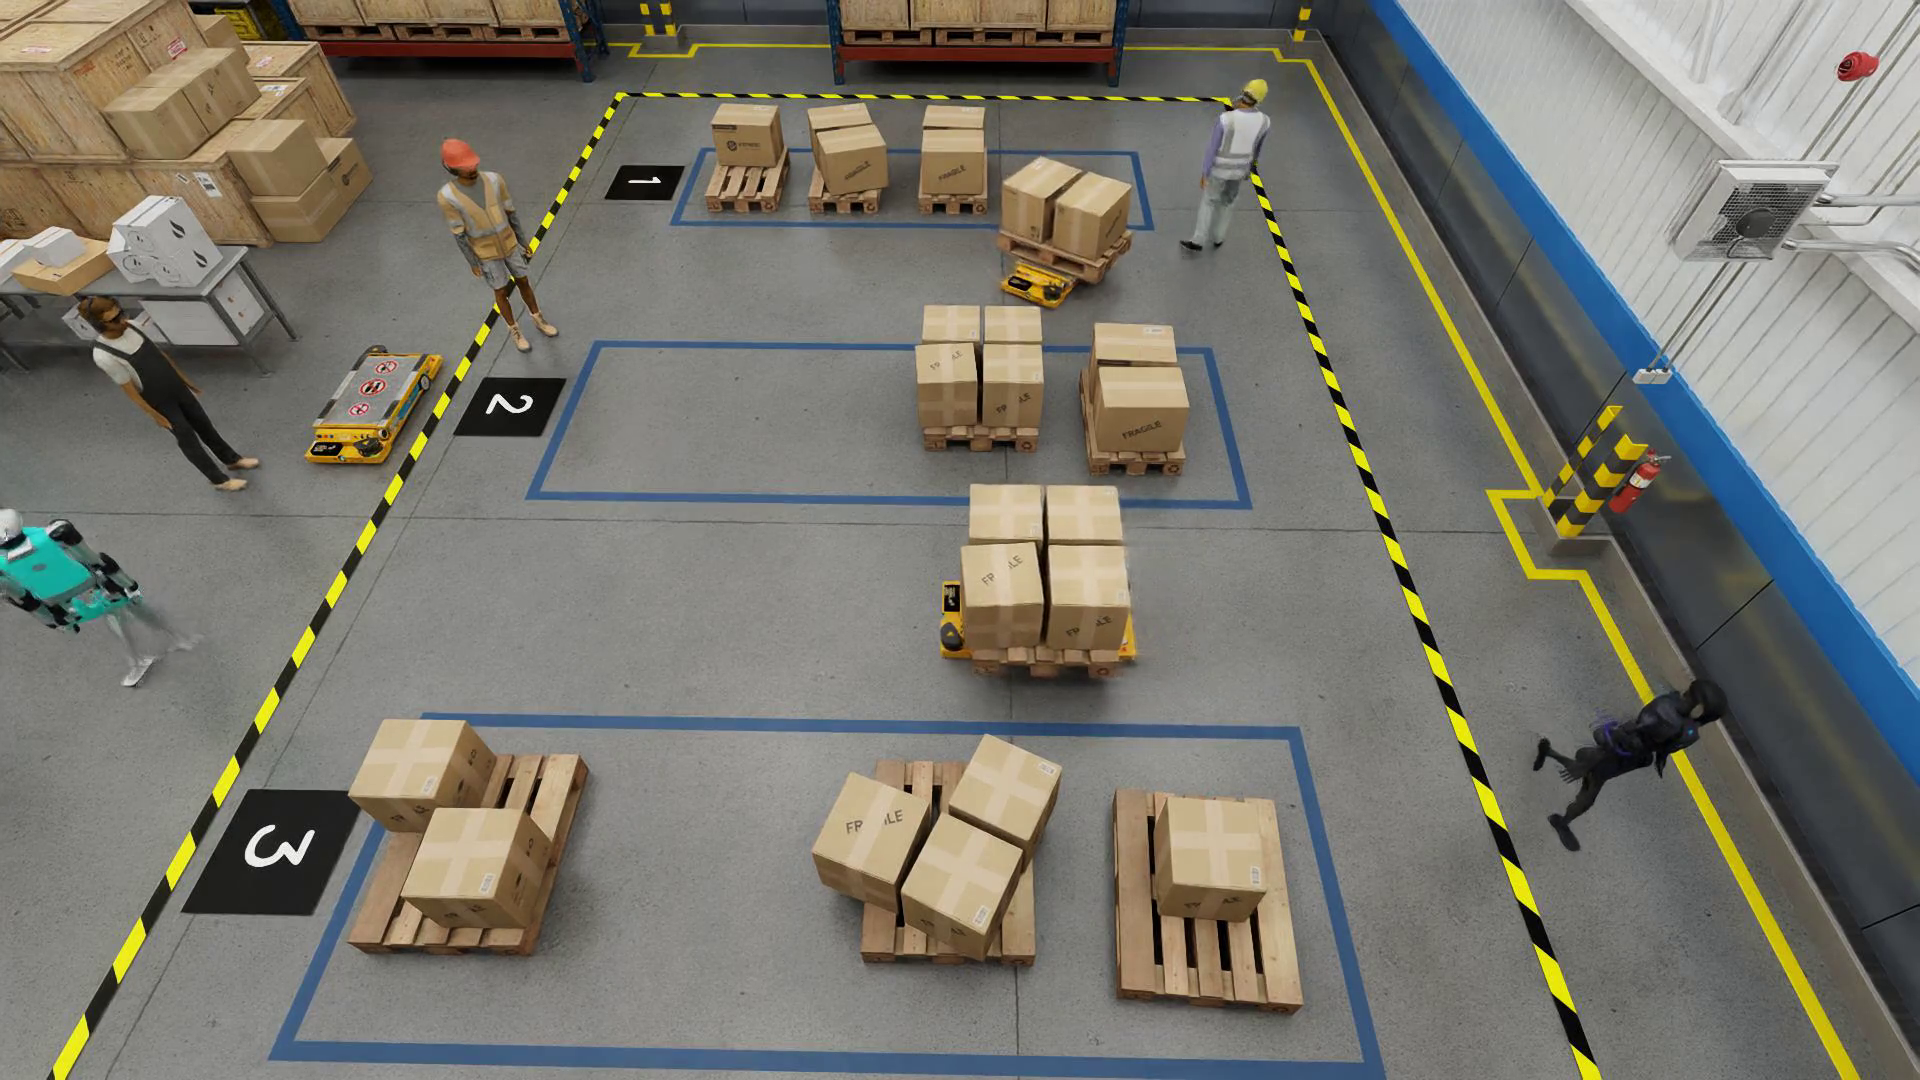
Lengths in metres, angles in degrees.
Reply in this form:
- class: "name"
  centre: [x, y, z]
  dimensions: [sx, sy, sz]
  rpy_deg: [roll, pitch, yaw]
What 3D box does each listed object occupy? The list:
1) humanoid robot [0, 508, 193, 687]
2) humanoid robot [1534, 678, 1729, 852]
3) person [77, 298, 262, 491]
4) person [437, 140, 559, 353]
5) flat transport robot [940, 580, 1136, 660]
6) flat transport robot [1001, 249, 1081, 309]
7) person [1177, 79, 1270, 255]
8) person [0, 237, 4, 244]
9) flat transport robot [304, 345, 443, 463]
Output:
- class: "humanoid robot"
  centre: [-5.852, 0.324, 6.124]
  dimensions: [0.550, 1.751, 0.774]
  rpy_deg: [-37, 59, -27]
- class: "humanoid robot"
  centre: [3.898, 1.202, 5.444]
  dimensions: [0.611, 1.635, 0.665]
  rpy_deg: [-7, 50, -6]
- class: "person"
  centre: [-6.304, -1.134, 7.301]
  dimensions: [0.349, 1.839, 0.498]
  rpy_deg: [-2, 50, -2]
- class: "person"
  centre: [-4.282, -2.697, 8.489]
  dimensions: [0.377, 2.042, 0.607]
  rpy_deg: [35, 58, 26]
- class: "flat transport robot"
  centre: [0.576, 0.564, 6.871]
  dimensions: [1.431, 0.197, 0.652]
  rpy_deg: [1, 50, 1]
- class: "flat transport robot"
  centre: [1.094, -3.039, 9.921]
  dimensions: [0.652, 0.197, 1.431]
  rpy_deg: [26, 55, 20]
- class: "person"
  centre: [2.804, -3.904, 9.679]
  dimensions: [0.717, 1.784, 0.444]
  rpy_deg: [-8, 50, -7]
- class: "person"
  centre: [-10.304, -3.402, 9.096]
  dimensions: [0.720, 2.017, 0.616]
  rpy_deg: [-17, 52, -14]
- class: "flat transport robot"
  centre: [-5.383, -1.269, 8.441]
  dimensions: [0.659, 0.231, 1.431]
  rpy_deg: [1, 50, 1]
